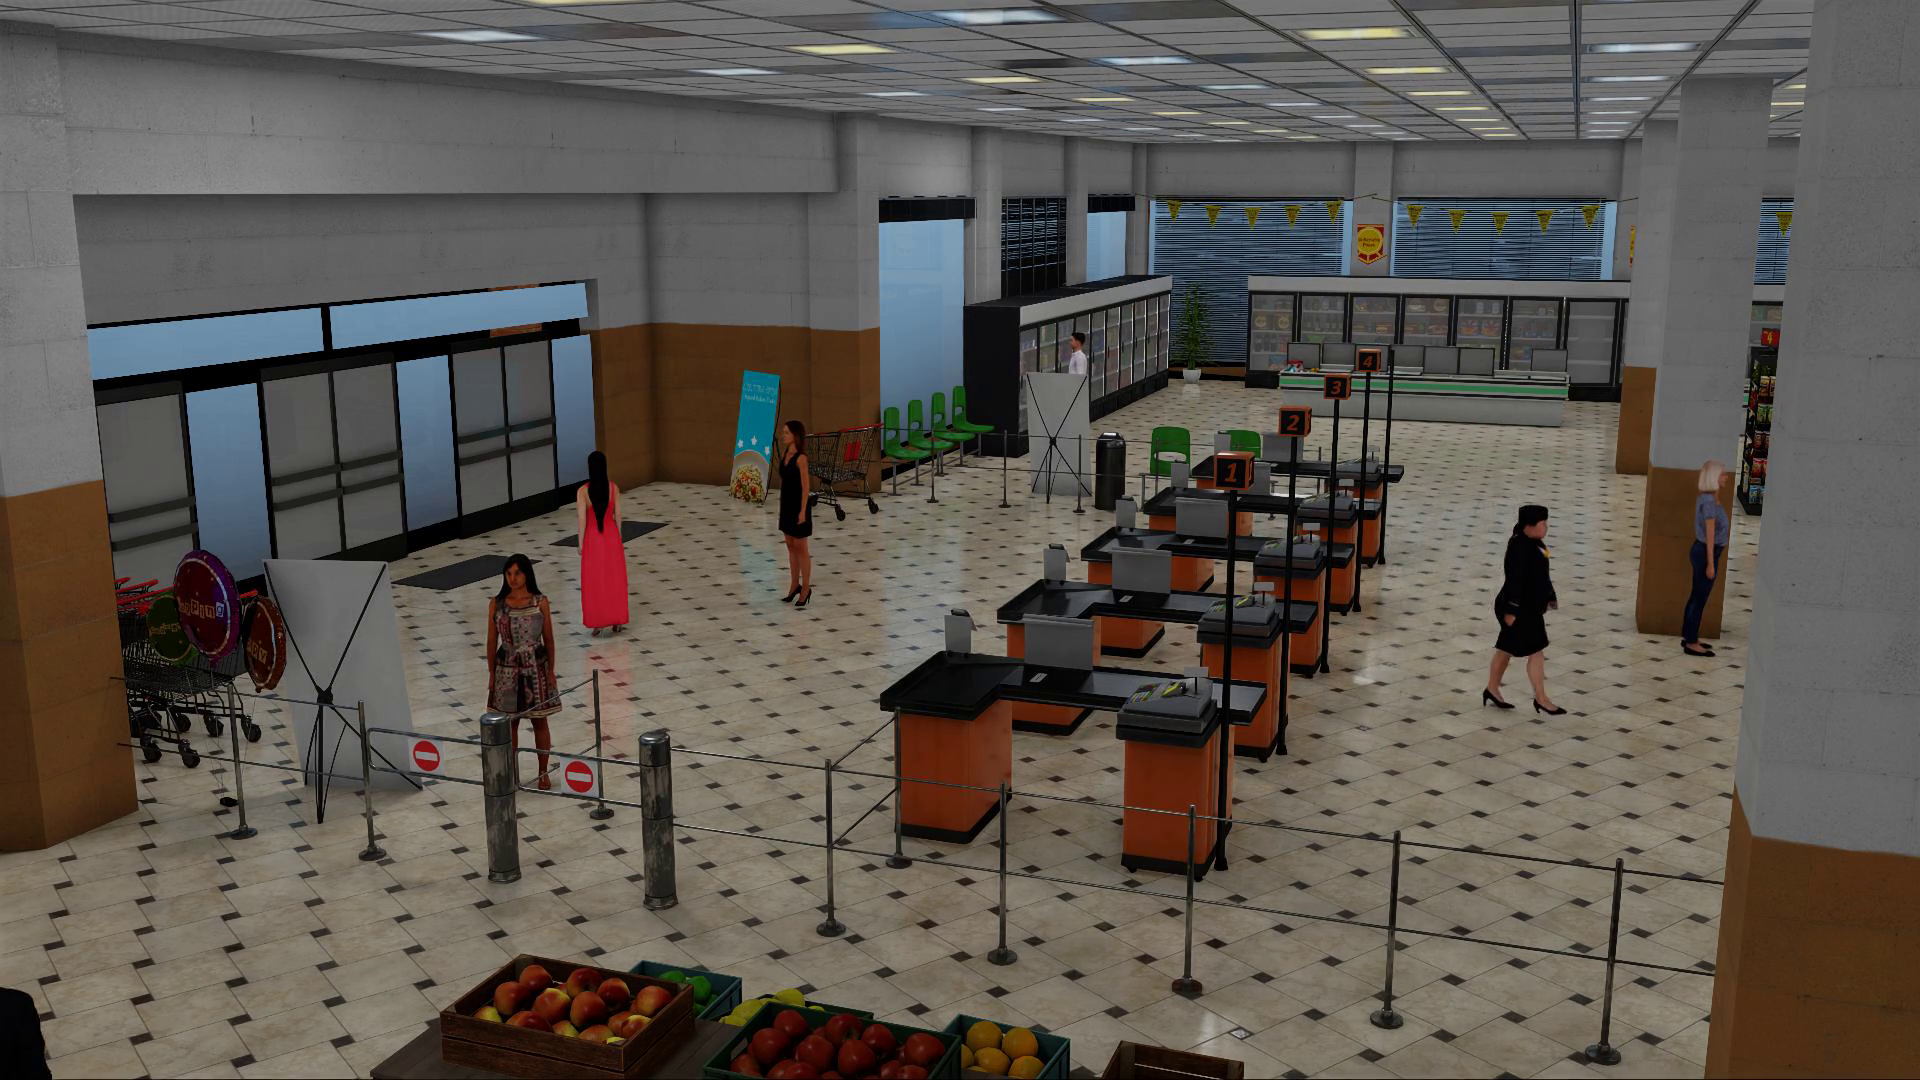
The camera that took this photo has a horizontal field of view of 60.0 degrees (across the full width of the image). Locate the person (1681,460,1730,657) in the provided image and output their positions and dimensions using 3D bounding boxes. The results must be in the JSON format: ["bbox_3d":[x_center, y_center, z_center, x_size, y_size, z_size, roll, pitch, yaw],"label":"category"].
[{"bbox_3d":[6.573,0.144,14.684,0.495,1.721,0.585,4,13,19],"label":"person"}]

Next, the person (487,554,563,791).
[{"bbox_3d":[-2.968,0.893,11.312,0.641,1.644,0.784,-2,12,-7],"label":"person"}]

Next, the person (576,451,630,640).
[{"bbox_3d":[-3.271,0.037,15.178,0.718,1.727,0.759,-7,14,-31],"label":"person"}]

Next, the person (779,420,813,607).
[{"bbox_3d":[-1.611,-0.263,16.343,0.732,1.834,0.641,-8,15,-35],"label":"person"}]

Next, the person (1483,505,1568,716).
[{"bbox_3d":[4.283,0.544,12.959,0.918,1.650,0.771,6,13,25],"label":"person"}]

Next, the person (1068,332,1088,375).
[{"bbox_3d":[1.853,-2.324,26.049,0.666,1.868,0.684,1,12,3],"label":"person"}]
